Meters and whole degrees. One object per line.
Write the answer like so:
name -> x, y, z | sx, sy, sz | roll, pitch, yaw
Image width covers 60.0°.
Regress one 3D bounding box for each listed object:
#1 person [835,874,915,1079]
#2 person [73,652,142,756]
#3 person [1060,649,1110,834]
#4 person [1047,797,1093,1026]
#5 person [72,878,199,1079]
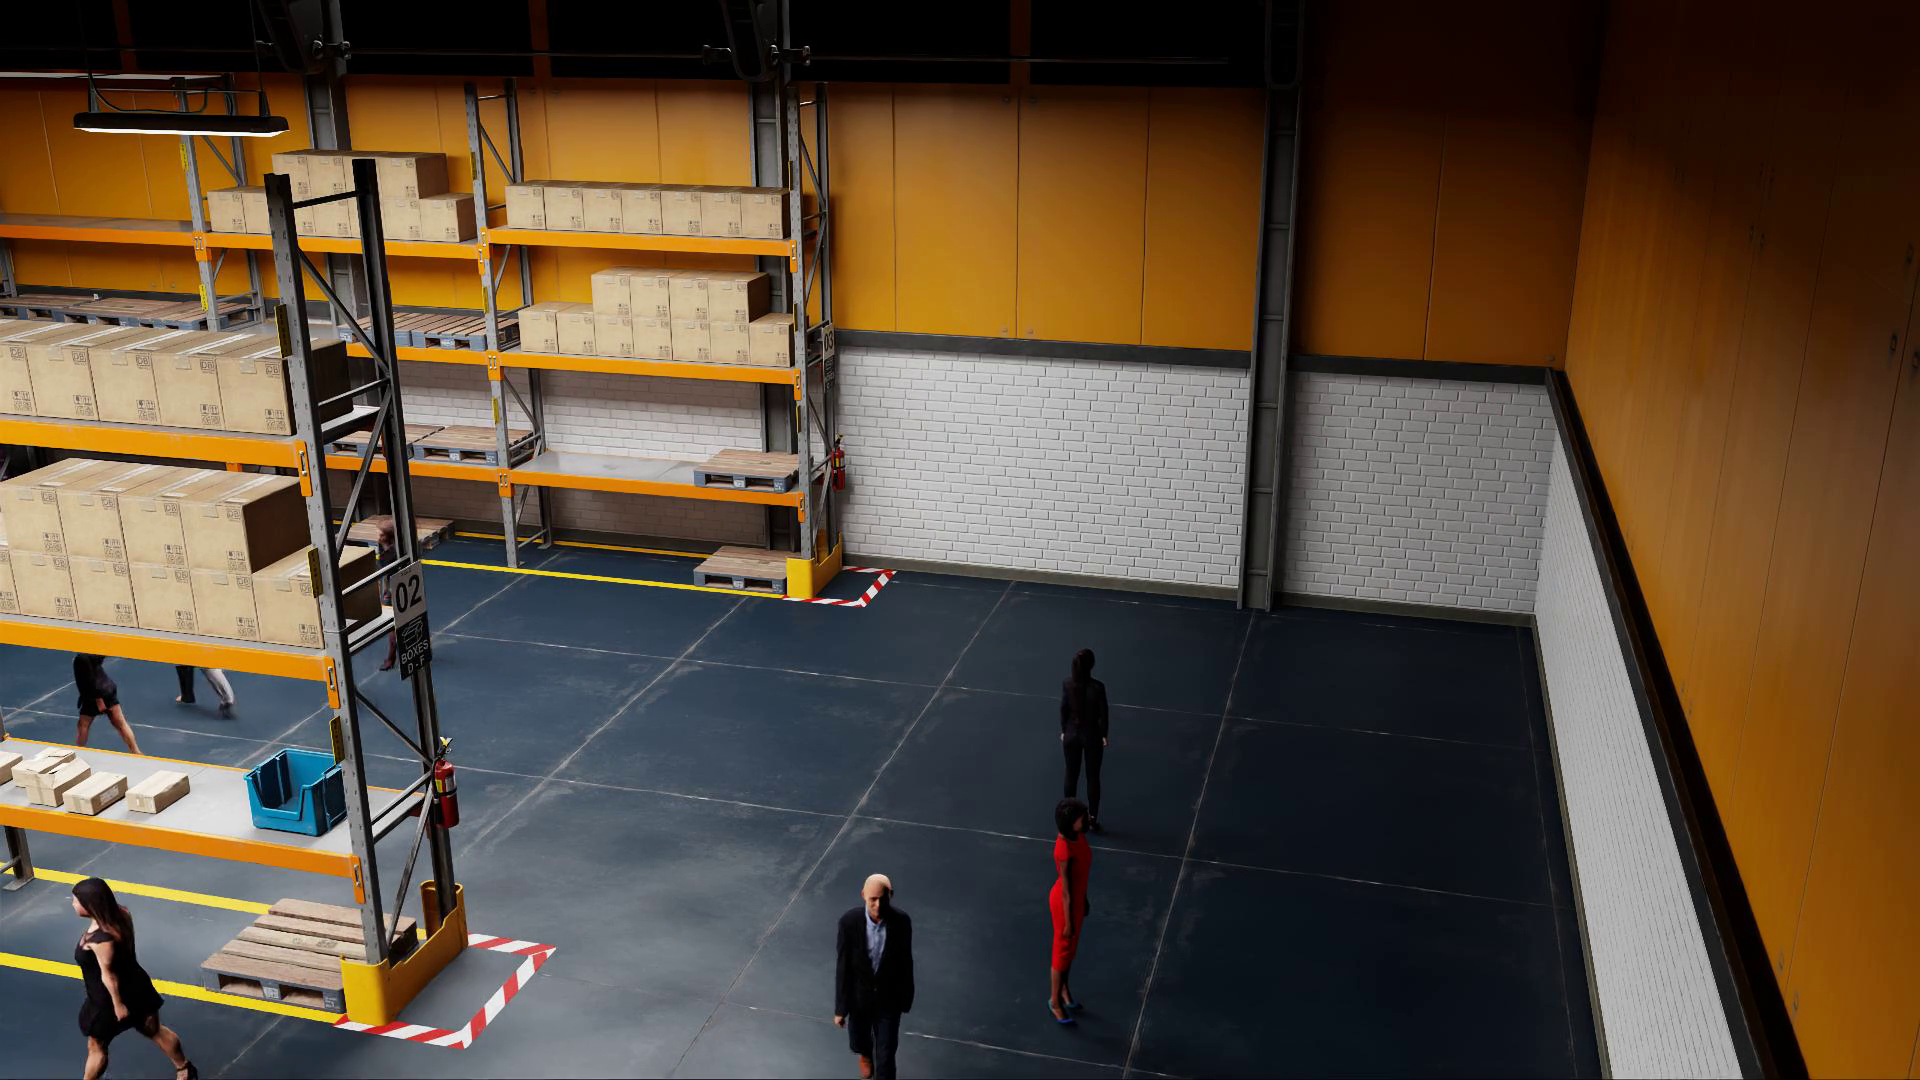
person -> -0.570, 2.935, 10.800 | 1.170, 1.774, 0.952 | -1, 19, -2
person -> -8.000, 1.451, 15.613 | 1.098, 1.514, 0.776 | -2, 19, -5
person -> 1.077, 1.733, 14.466 | 0.446, 1.712, 0.647 | 7, 20, 19
person -> 0.767, 2.613, 11.805 | 0.488, 1.743, 0.548 | 5, 19, 15
person -> -5.377, 2.973, 10.857 | 1.162, 1.665, 0.944 | -3, 19, -9
